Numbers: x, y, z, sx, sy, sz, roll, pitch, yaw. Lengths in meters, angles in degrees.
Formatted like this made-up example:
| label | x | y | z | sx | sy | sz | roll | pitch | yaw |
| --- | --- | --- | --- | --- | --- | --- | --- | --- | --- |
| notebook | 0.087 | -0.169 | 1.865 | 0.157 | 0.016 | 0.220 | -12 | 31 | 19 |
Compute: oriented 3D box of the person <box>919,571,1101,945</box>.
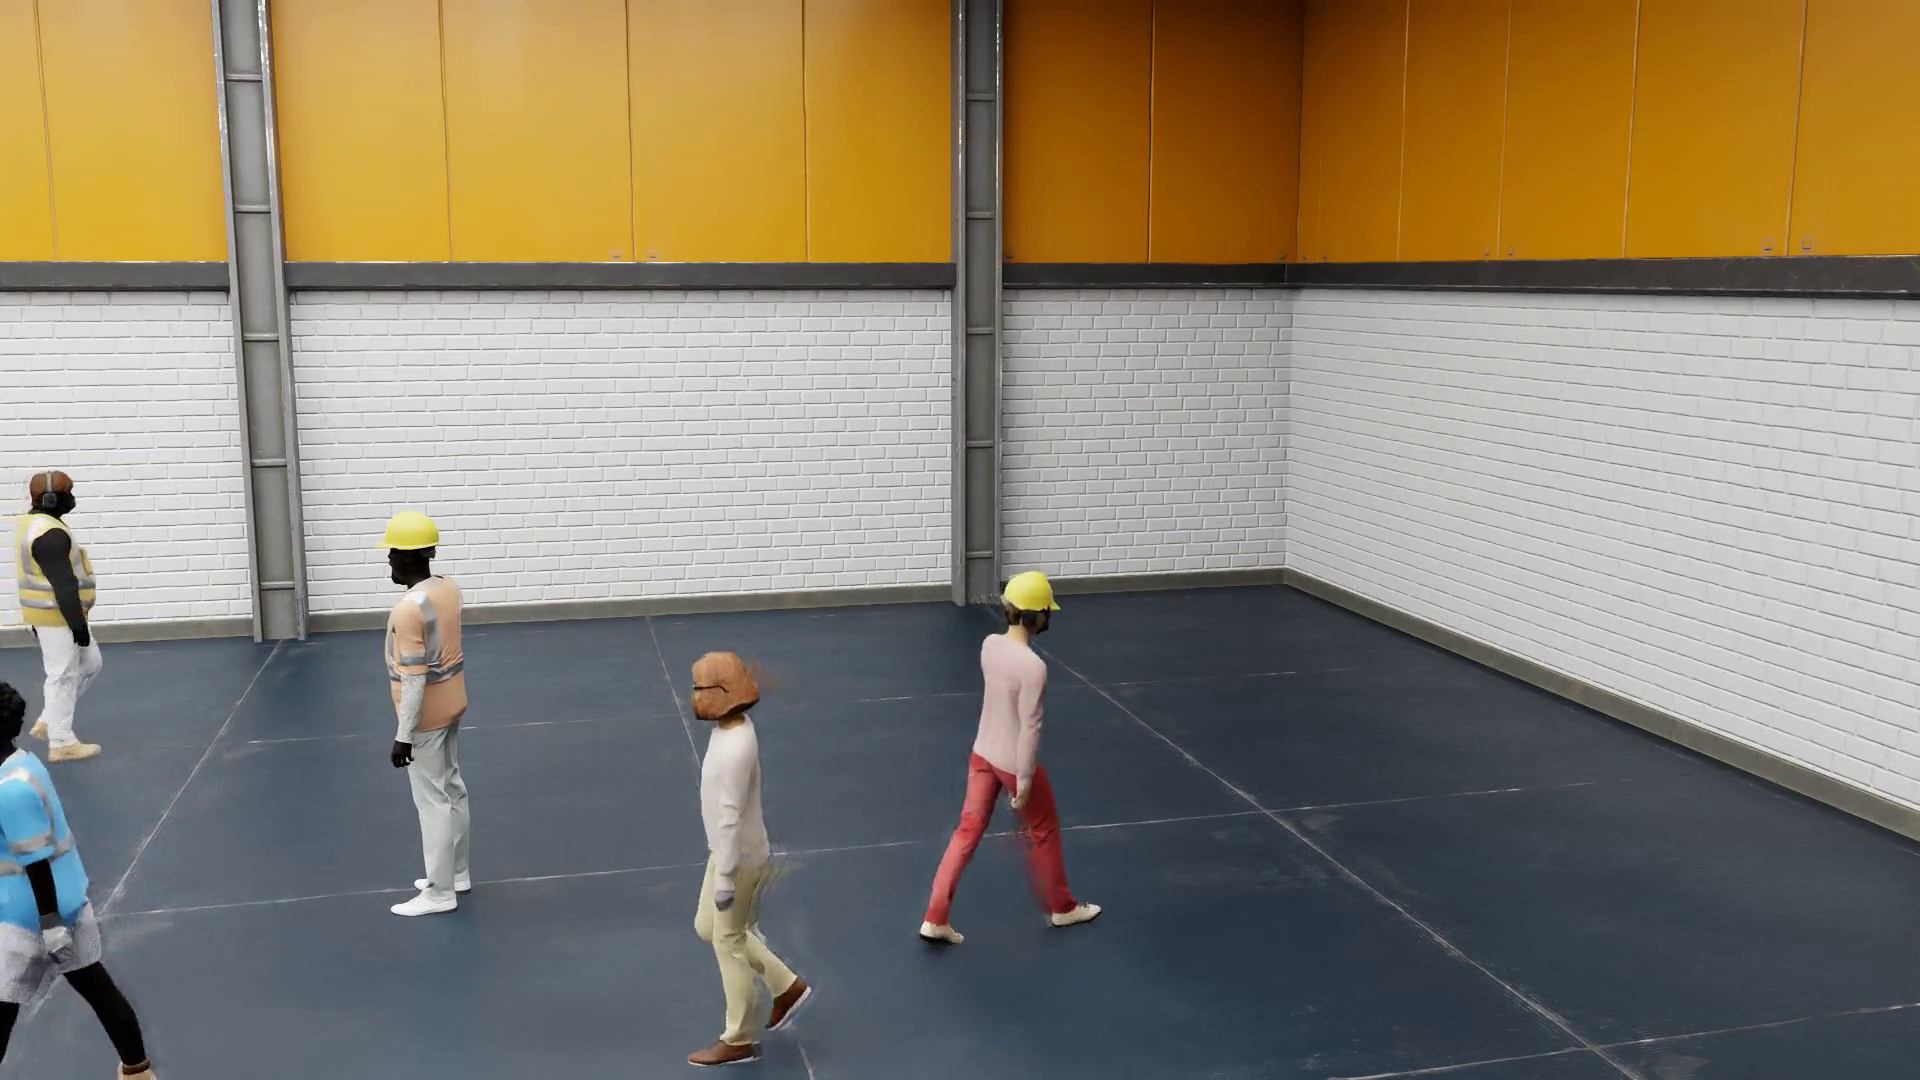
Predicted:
| label | x | y | z | sx | sy | sz | roll | pitch | yaw |
| --- | --- | --- | --- | --- | --- | --- | --- | --- | --- |
| person | 0.211 | 0.985 | 7.512 | 0.937 | 1.713 | 0.530 | -6 | 11 | -34 |

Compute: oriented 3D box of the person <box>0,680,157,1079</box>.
| label | x | y | z | sx | sy | sz | roll | pitch | yaw |
| --- | --- | --- | --- | --- | --- | --- | --- | --- | --- |
| person | -3.293 | 1.291 | 5.780 | 0.918 | 1.645 | 0.548 | -4 | 10 | -23 |

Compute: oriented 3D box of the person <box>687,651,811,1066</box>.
| label | x | y | z | sx | sy | sz | roll | pitch | yaw |
| --- | --- | --- | --- | --- | --- | --- | --- | --- | --- |
| person | -0.845 | 1.219 | 6.357 | 0.401 | 1.619 | 0.498 | -2 | 9 | -9 |

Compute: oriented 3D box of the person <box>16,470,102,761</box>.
| label | x | y | z | sx | sy | sz | roll | pitch | yaw |
| --- | --- | --- | --- | --- | --- | --- | --- | --- | --- |
| person | -5.575 | 0.476 | 10.329 | 0.452 | 1.825 | 0.638 | -6 | 11 | -32 |

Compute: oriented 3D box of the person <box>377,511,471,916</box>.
| label | x | y | z | sx | sy | sz | roll | pitch | yaw |
| --- | --- | --- | --- | --- | --- | --- | --- | --- | --- |
| person | -2.540 | 0.818 | 7.887 | 0.369 | 1.928 | 0.585 | 0 | 9 | 3 |
